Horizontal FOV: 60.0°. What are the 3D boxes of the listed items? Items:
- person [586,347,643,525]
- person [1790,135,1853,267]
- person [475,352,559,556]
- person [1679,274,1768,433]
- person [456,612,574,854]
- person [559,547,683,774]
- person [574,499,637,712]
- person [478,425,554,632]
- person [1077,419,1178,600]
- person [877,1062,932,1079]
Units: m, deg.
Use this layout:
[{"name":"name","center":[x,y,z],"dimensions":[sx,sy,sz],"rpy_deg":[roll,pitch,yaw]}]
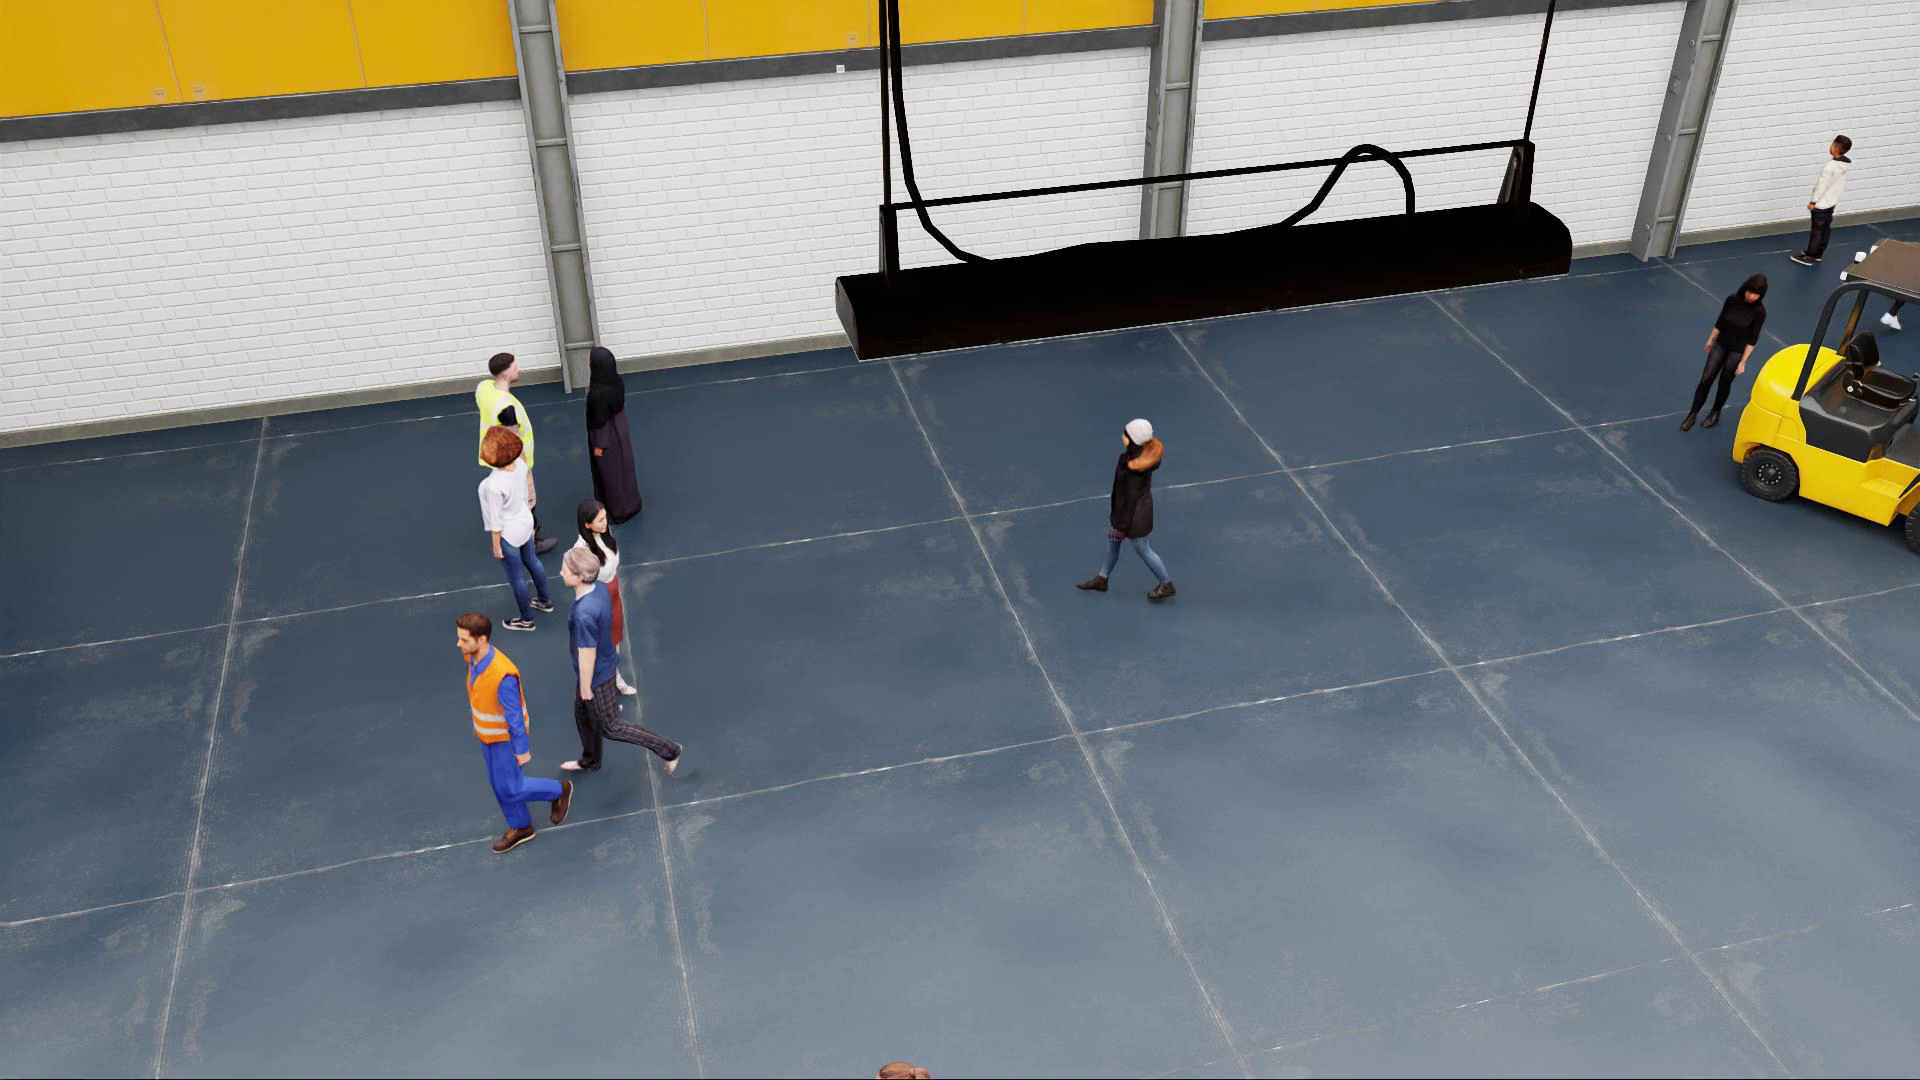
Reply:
[{"name":"person","center":[-2.945,-0.900,13.978],"dimensions":[0.731,1.614,0.702],"rpy_deg":[8,34,11]},{"name":"person","center":[9.618,-3.769,18.440],"dimensions":[0.563,1.454,0.699],"rpy_deg":[-23,40,-31]},{"name":"person","center":[-3.637,-0.695,13.464],"dimensions":[0.861,1.842,0.827],"rpy_deg":[-25,41,-32]},{"name":"person","center":[7.111,-1.748,15.255],"dimensions":[0.896,1.613,0.810],"rpy_deg":[-24,40,-31]},{"name":"person","center":[-2.839,1.195,10.615],"dimensions":[0.928,1.849,1.005],"rpy_deg":[27,42,35]},{"name":"person","center":[-2.343,0.865,11.115],"dimensions":[1.149,1.844,0.799],"rpy_deg":[-2,34,-4]},{"name":"person","center":[-2.541,0.457,11.815],"dimensions":[0.654,1.749,0.661],"rpy_deg":[6,34,9]},{"name":"person","center":[-3.387,-0.096,12.683],"dimensions":[0.768,1.709,0.746],"rpy_deg":[11,35,16]},{"name":"person","center":[1.426,-0.194,12.930],"dimensions":[1.117,1.599,0.859],"rpy_deg":[3,34,5]},{"name":"person","center":[-0.252,3.076,7.902],"dimensions":[0.567,1.719,0.644],"rpy_deg":[-3,34,-5]}]
